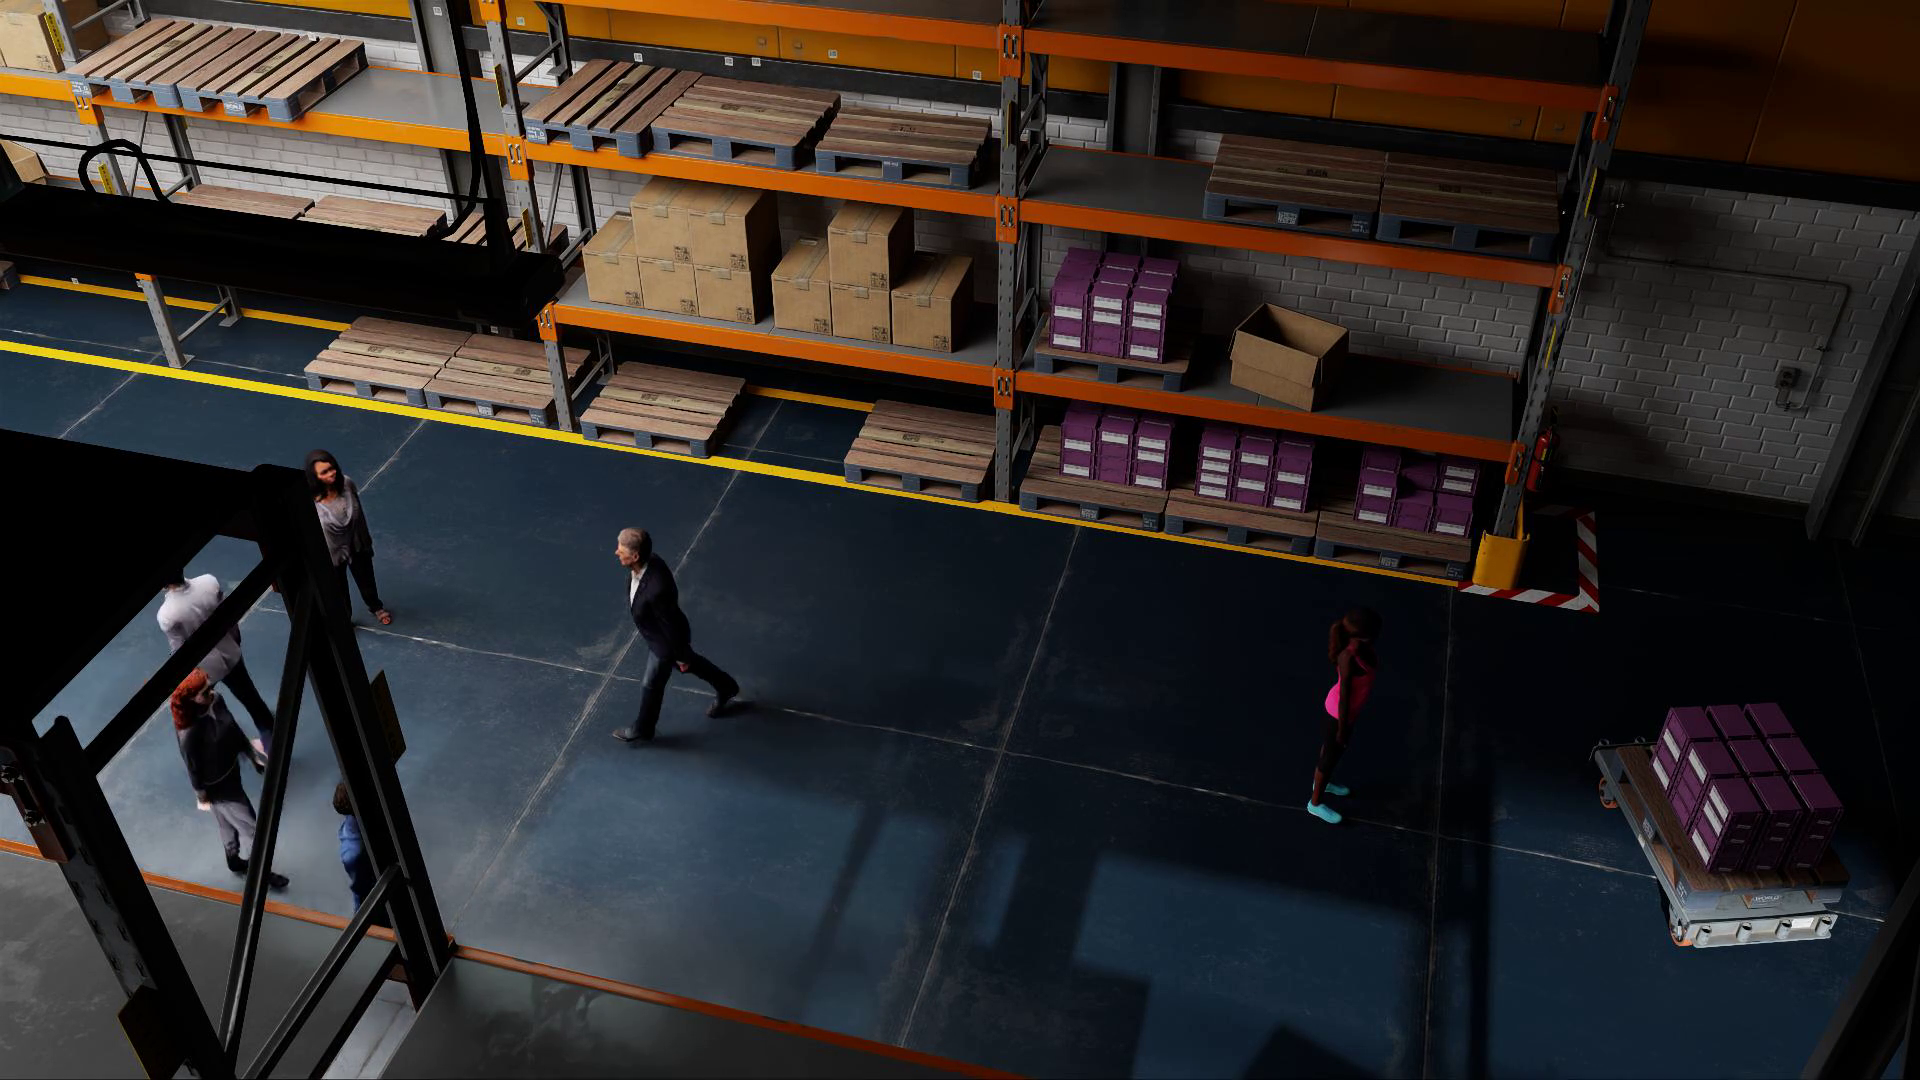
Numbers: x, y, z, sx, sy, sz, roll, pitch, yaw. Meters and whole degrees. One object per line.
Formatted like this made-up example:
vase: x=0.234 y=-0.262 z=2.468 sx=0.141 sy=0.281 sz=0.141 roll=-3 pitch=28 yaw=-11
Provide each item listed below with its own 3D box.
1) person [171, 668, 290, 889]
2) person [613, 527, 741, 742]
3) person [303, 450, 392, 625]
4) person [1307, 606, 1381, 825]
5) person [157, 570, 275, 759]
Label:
person: x=-4.682 y=1.466 z=10.352 sx=0.731 sy=1.765 sz=0.657 roll=2 pitch=39 yaw=2
person: x=-1.926 y=0.615 z=11.404 sx=1.312 sy=1.780 sz=1.160 roll=-15 pitch=41 yaw=-19
person: x=-4.595 y=-0.001 z=12.314 sx=0.764 sy=1.608 sz=0.815 roll=-26 pitch=45 yaw=-29
person: x=2.488 y=1.106 z=10.833 sx=0.594 sy=1.726 sz=0.582 roll=15 pitch=41 yaw=18
person: x=-4.920 y=0.851 z=11.081 sx=0.971 sy=1.814 sz=0.857 roll=19 pitch=43 yaw=23
